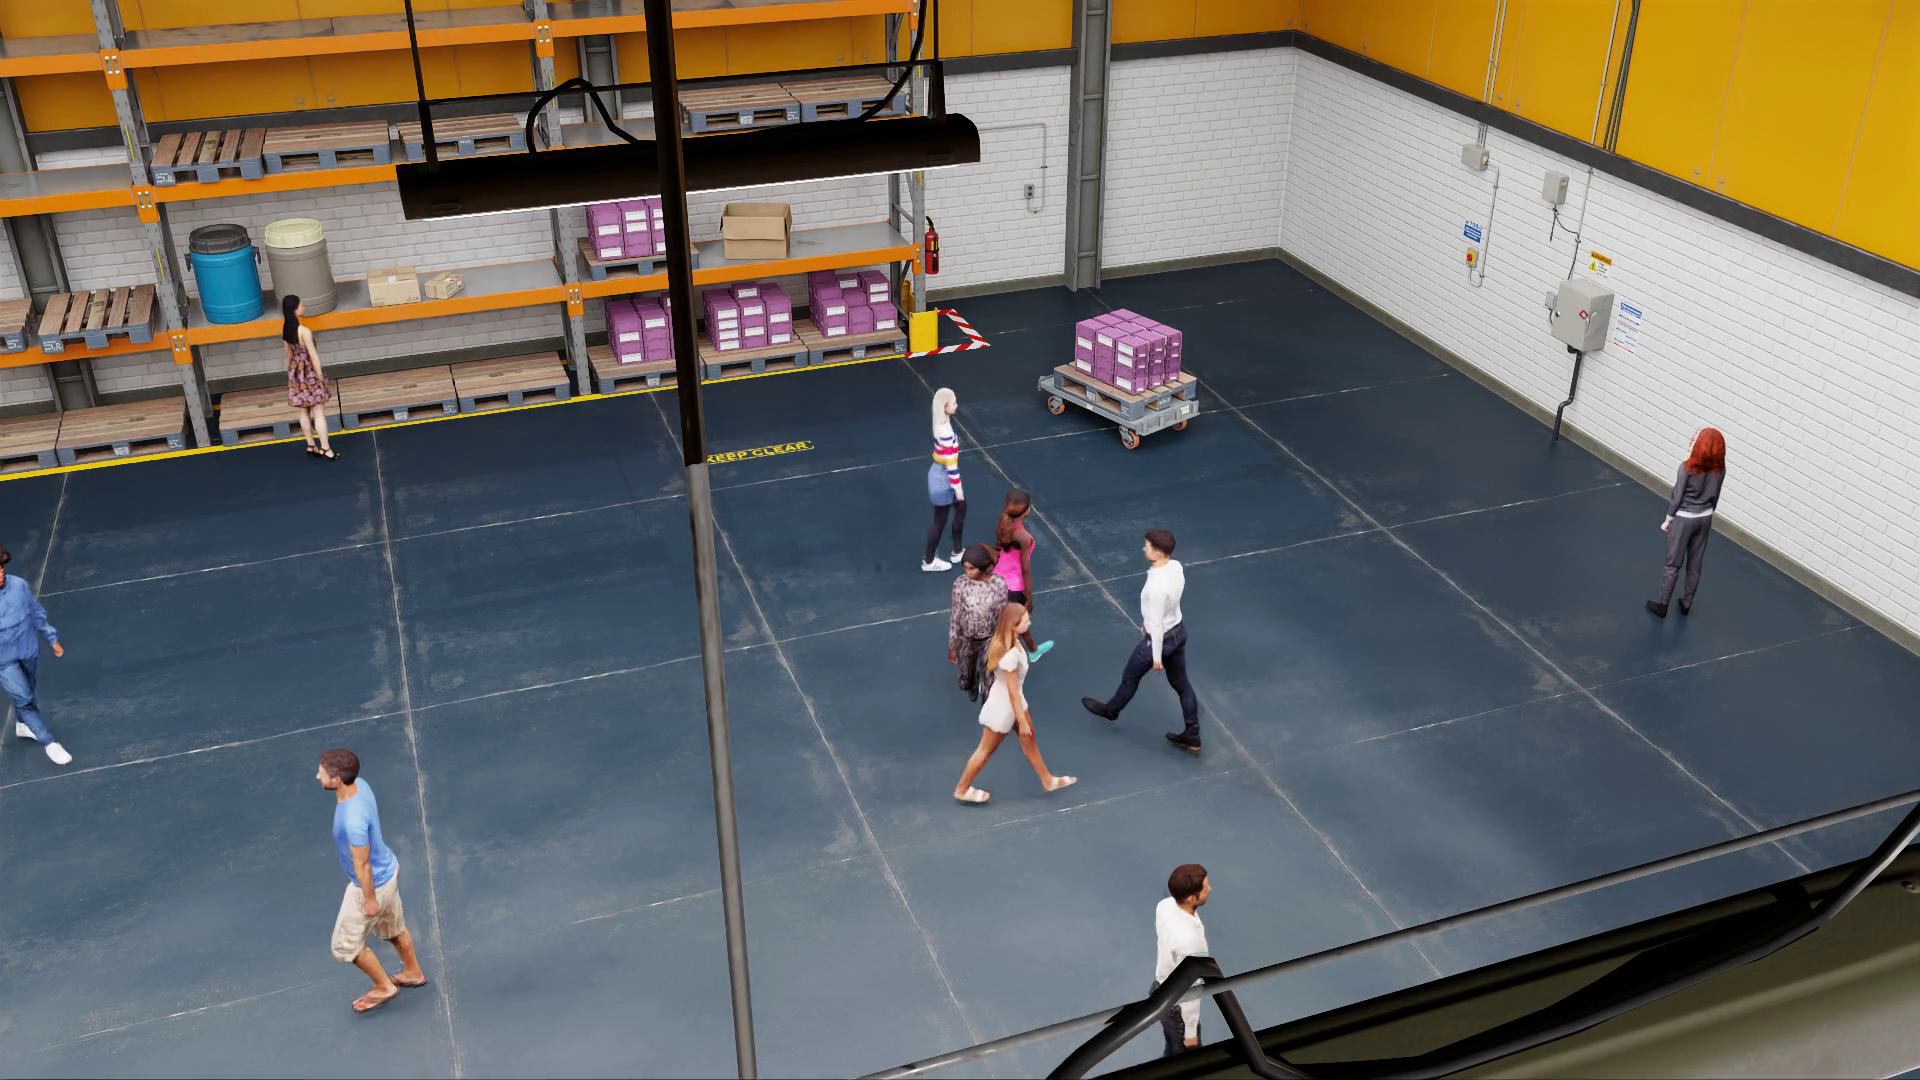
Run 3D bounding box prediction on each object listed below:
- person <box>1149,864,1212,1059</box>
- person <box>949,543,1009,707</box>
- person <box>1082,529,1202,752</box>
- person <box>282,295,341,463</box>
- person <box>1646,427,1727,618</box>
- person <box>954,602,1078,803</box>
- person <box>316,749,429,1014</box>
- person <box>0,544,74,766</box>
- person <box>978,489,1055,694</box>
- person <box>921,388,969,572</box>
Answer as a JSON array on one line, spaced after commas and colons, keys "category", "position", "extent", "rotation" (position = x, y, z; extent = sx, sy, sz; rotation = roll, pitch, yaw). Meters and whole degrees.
[{"category": "person", "position": [1.111, 2.566, 9.113], "extent": [0.940, 1.858, 0.785], "rotation": [-4, 29, -7]}, {"category": "person", "position": [0.142, 0.747, 12.616], "extent": [0.962, 1.697, 0.906], "rotation": [2, 29, 4]}, {"category": "person", "position": [1.601, 0.785, 12.418], "extent": [1.169, 1.820, 1.239], "rotation": [19, 34, 31]}, {"category": "person", "position": [-6.631, -1.640, 16.912], "extent": [0.807, 1.773, 0.859], "rotation": [16, 32, 26]}, {"category": "person", "position": [6.226, -0.153, 14.180], "extent": [0.518, 1.779, 0.689], "rotation": [-3, 29, -5]}, {"category": "person", "position": [0.239, 1.204, 11.837], "extent": [1.198, 1.642, 0.853], "rotation": [0, 29, 0]}, {"category": "person", "position": [-3.484, 2.040, 10.089], "extent": [0.730, 1.847, 0.692], "rotation": [-6, 29, -11]}, {"category": "person", "position": [-7.151, 0.805, 12.428], "extent": [1.136, 1.775, 1.089], "rotation": [11, 31, 20]}, {"category": "person", "position": [0.309, 0.422, 13.235], "extent": [1.101, 1.675, 0.737], "rotation": [-13, 31, -22]}, {"category": "person", "position": [-0.233, -0.520, 14.840], "extent": [0.853, 1.792, 0.764], "rotation": [-3, 29, -5]}]
